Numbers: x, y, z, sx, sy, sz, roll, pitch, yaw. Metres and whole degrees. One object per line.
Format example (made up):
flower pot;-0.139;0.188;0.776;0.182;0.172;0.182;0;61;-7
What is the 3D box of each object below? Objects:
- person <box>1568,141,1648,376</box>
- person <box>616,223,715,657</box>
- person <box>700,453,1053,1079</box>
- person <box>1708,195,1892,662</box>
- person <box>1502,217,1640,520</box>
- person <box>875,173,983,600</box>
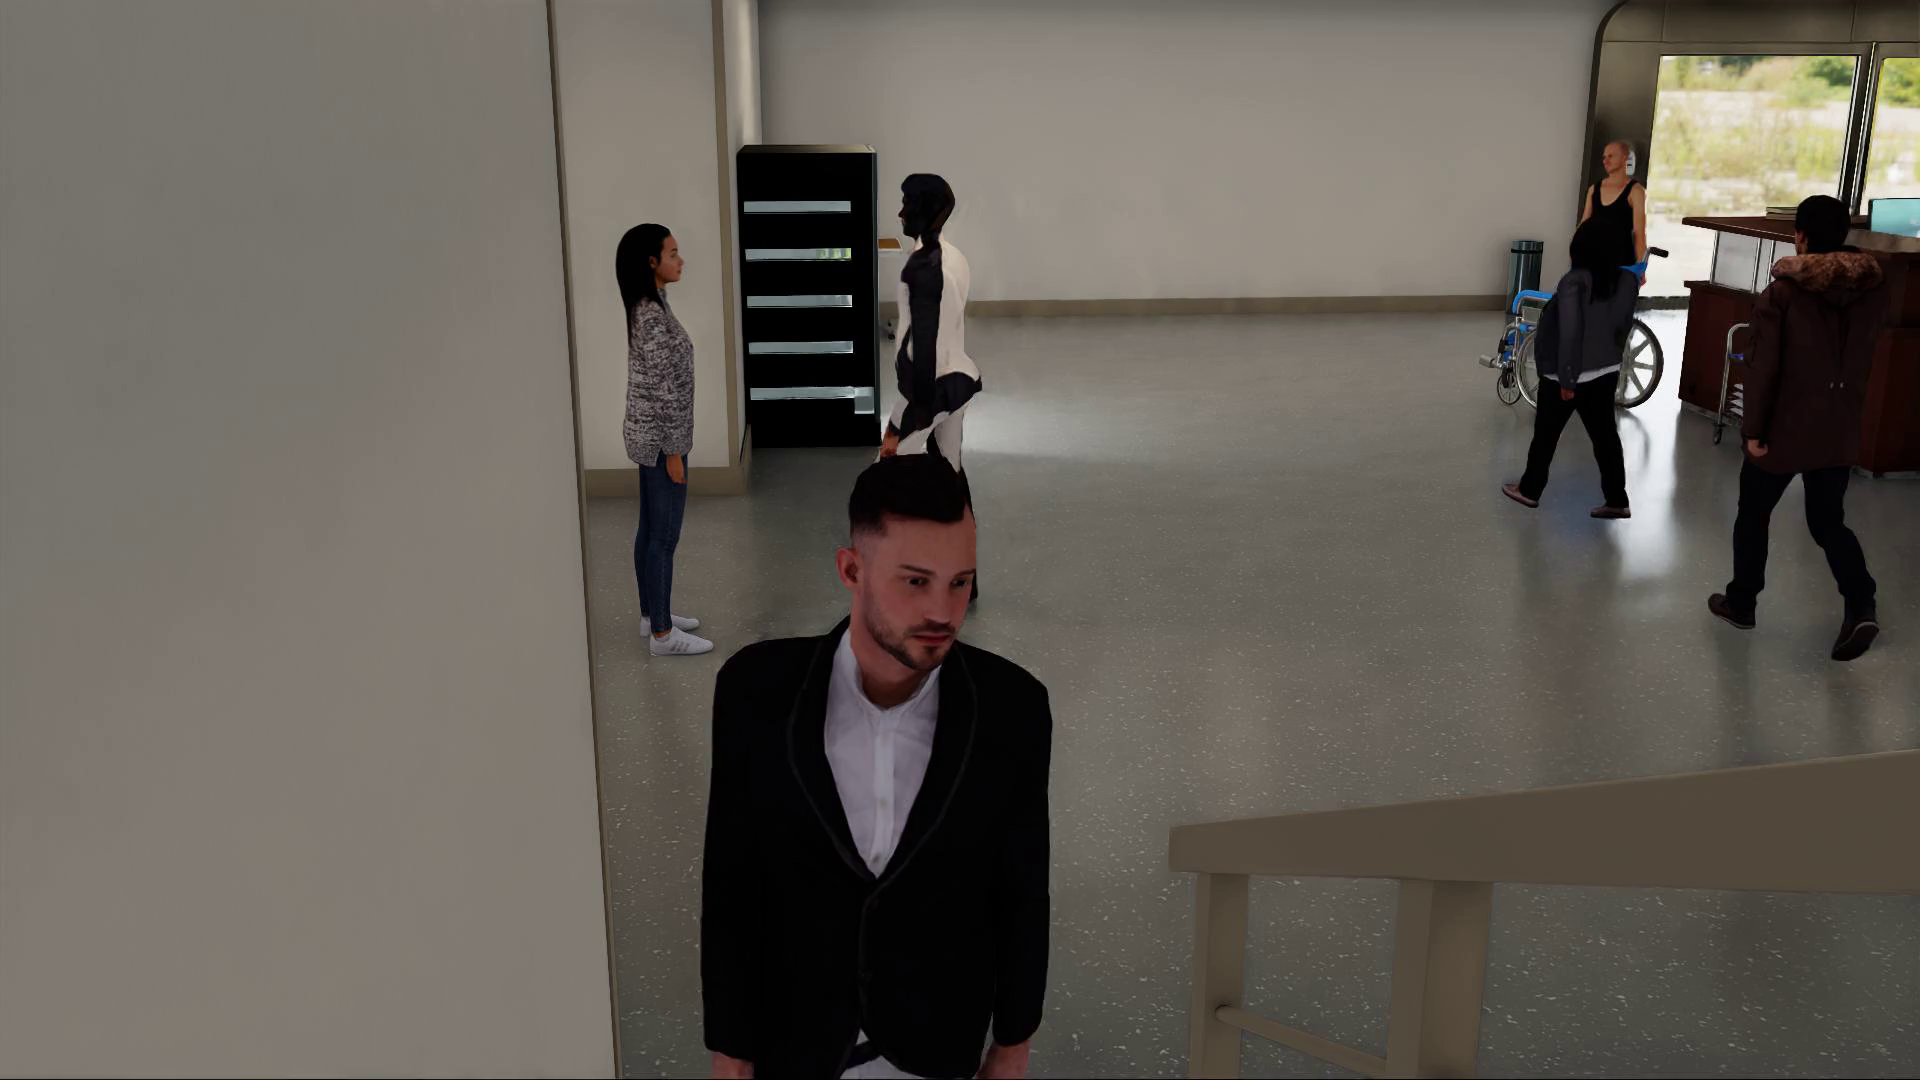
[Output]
person;5.014;-2.087;12.625;0.998;1.774;1.143;-9;18;-29
person;-1.228;-0.411;6.759;0.715;1.733;0.538;-5;17;-18
person;-0.131;0.740;2.551;0.799;1.800;1.203;2;16;7
person;3.425;-0.417;6.626;0.731;1.816;1.130;-1;16;-4
person;3.272;-0.841;8.597;0.882;1.562;1.125;-7;17;-22
person;-0.034;-0.631;7.273;0.875;1.877;0.747;5;16;17
